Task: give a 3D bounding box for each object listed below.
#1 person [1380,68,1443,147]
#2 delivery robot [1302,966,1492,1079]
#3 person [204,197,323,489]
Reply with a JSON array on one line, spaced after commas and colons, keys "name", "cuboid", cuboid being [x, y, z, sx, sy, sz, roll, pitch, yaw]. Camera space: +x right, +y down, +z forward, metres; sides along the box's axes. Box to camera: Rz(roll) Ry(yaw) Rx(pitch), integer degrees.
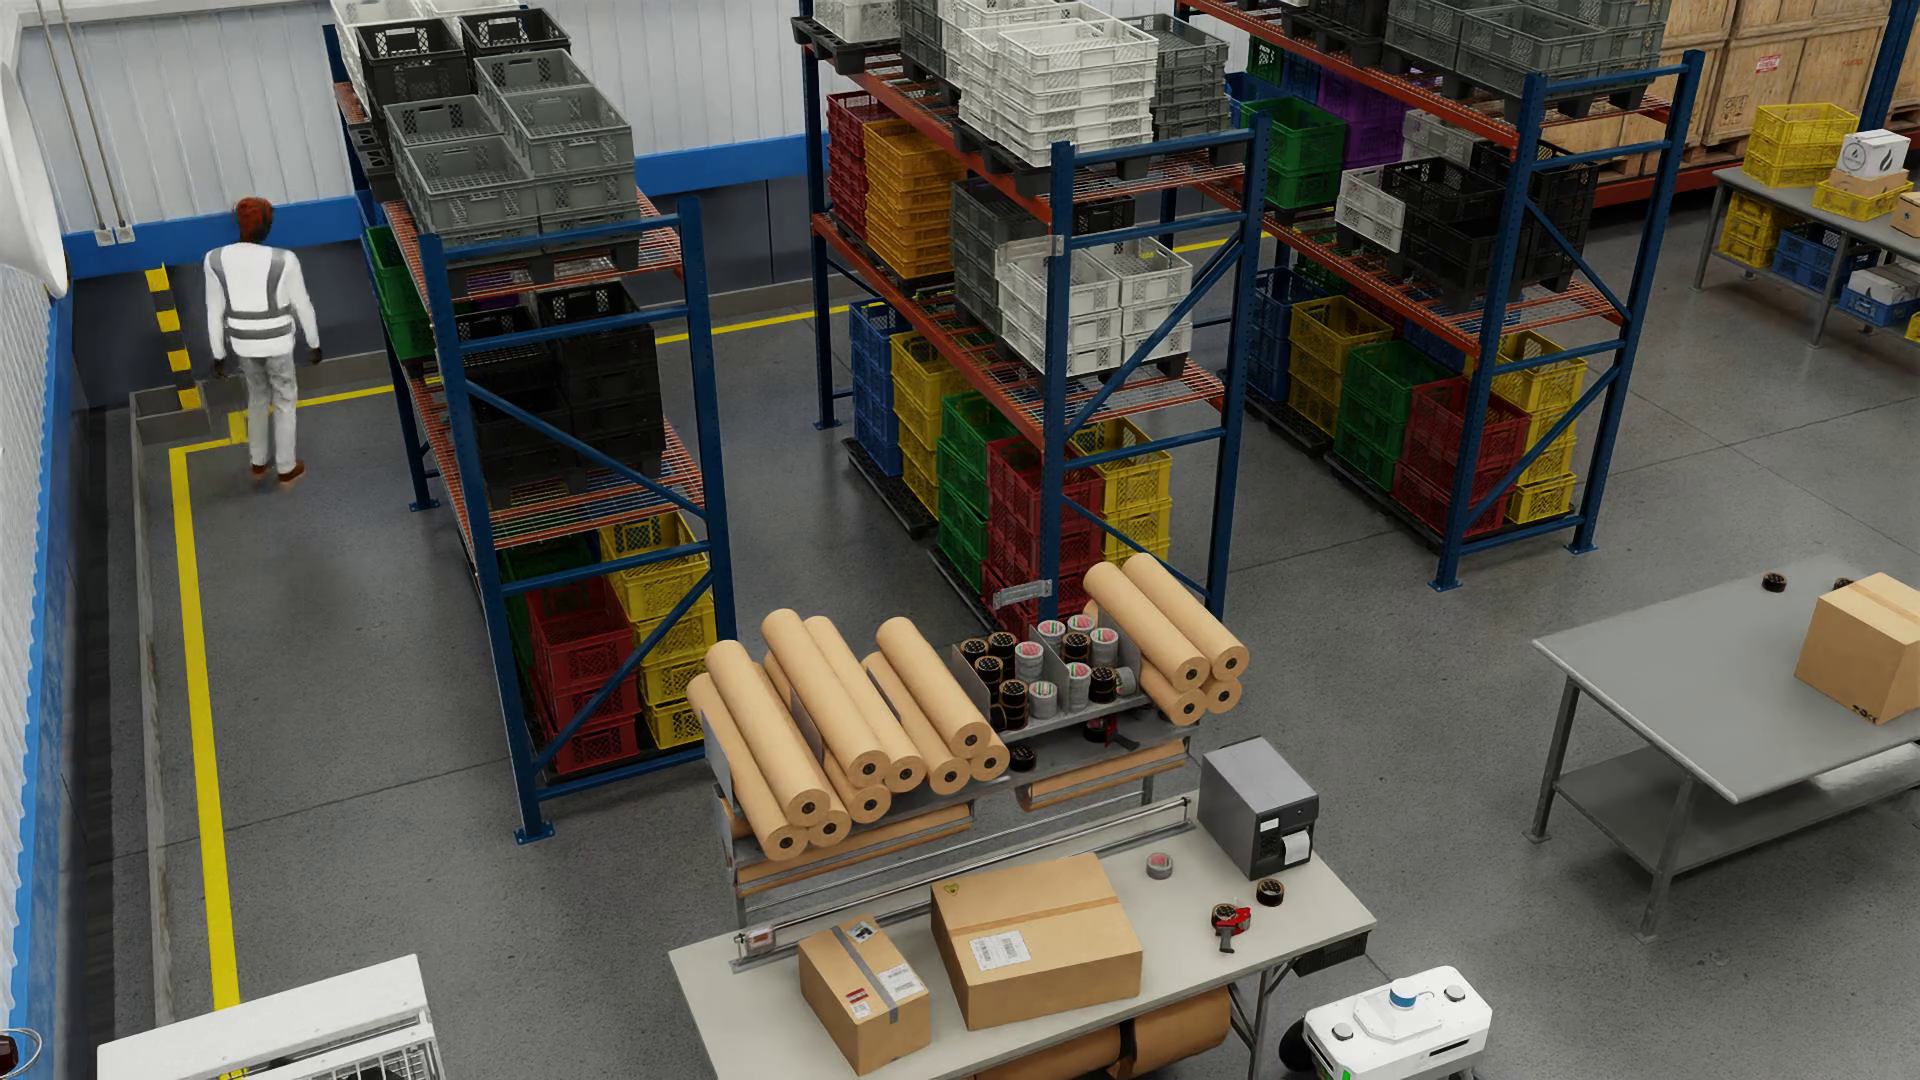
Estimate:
[{"name": "person", "cuboid": [3.654, -3.374, 13.855, 0.374, 1.933, 0.625, -25, 39, -34]}, {"name": "delivery robot", "cuboid": [1.700, 1.915, 6.480, 0.707, 0.478, 0.477, -12, 34, -19]}, {"name": "person", "cuboid": [-4.338, -1.210, 10.422, 0.597, 1.838, 0.499, -1, 32, -1]}]
